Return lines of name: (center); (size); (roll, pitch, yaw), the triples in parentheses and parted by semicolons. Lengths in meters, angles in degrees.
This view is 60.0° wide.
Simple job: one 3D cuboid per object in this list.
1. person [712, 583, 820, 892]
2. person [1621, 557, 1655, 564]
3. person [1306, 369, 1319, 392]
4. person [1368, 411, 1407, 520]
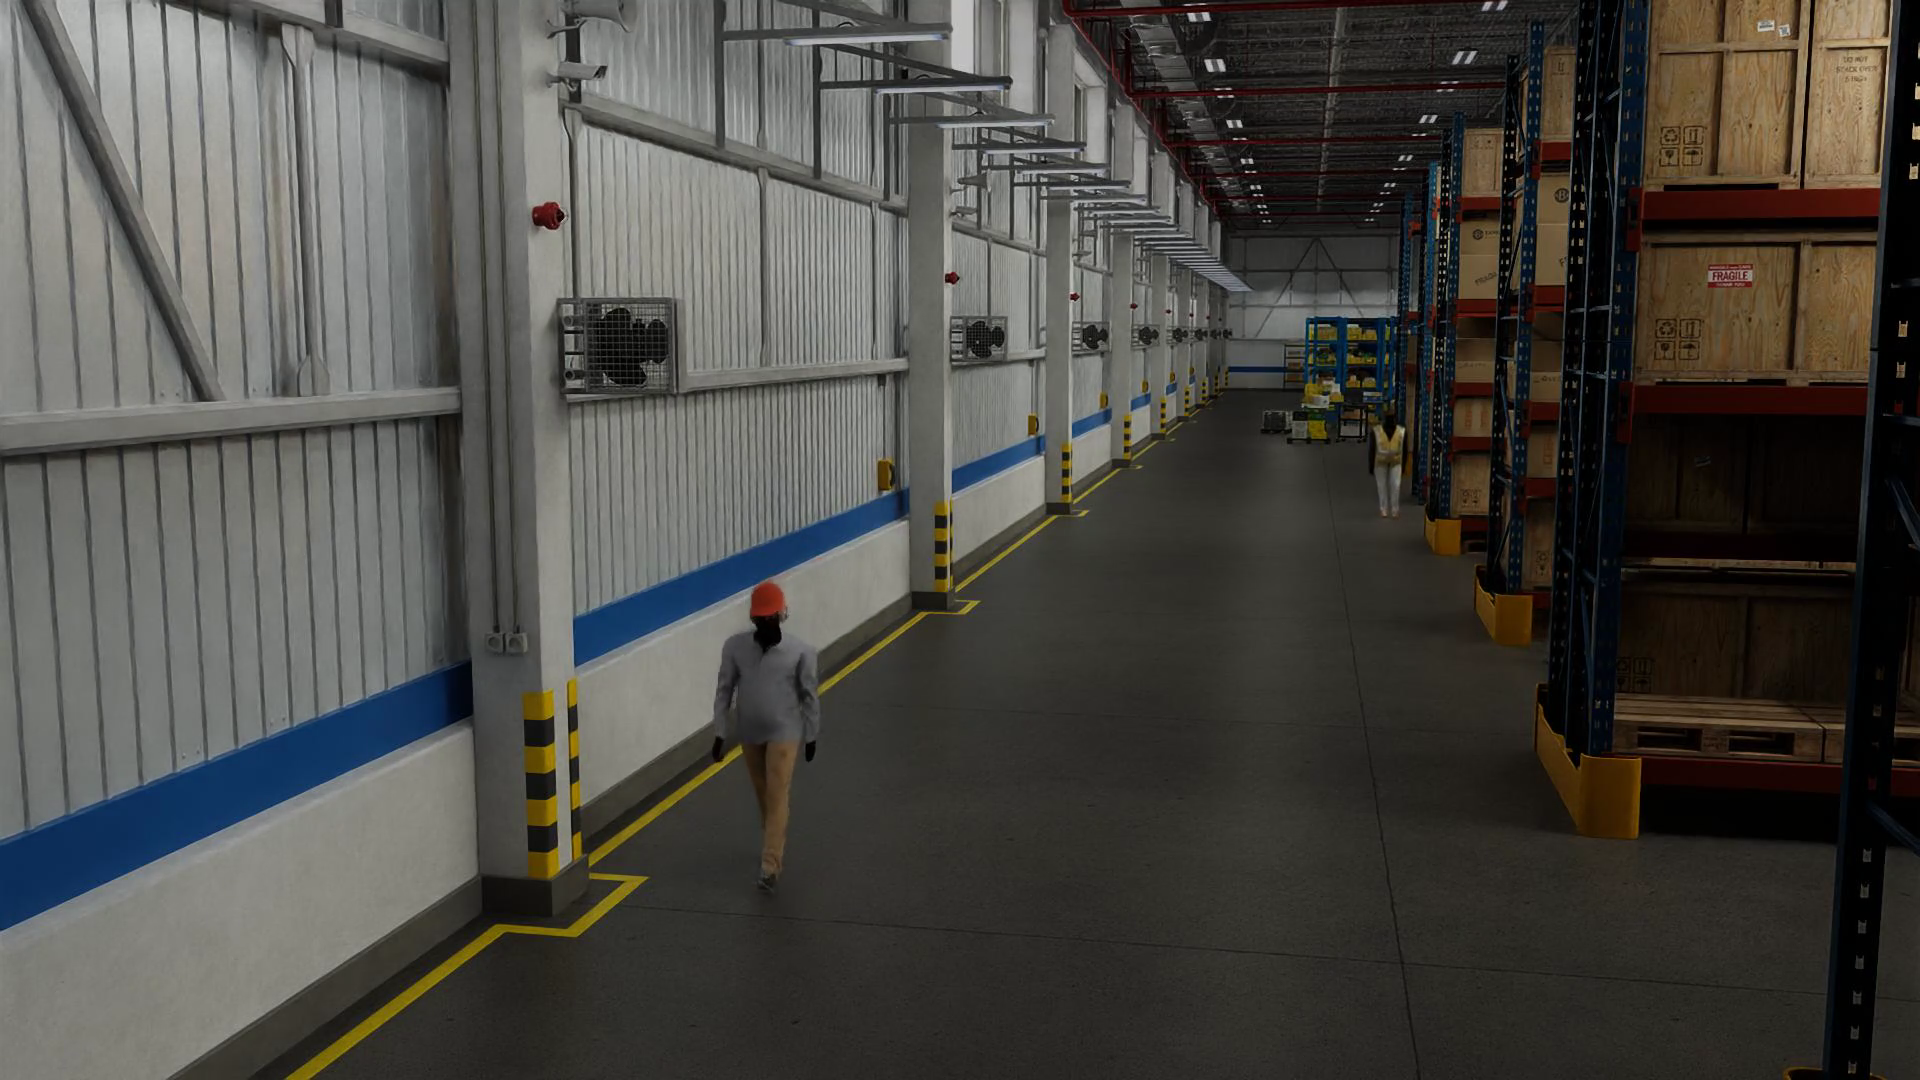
person: (-1.101, 1.085, 9.368); (0.566, 1.701, 0.919); (2, 7, 13)
person: (6.107, 0.418, 14.977); (0.370, 1.625, 0.536); (7, 10, 44)
person: (12.184, -4.994, 57.472); (0.569, 1.844, 0.377); (-1, 7, -9)
person: (7.073, -1.225, 27.483); (0.646, 1.795, 0.937); (1, 7, 9)
